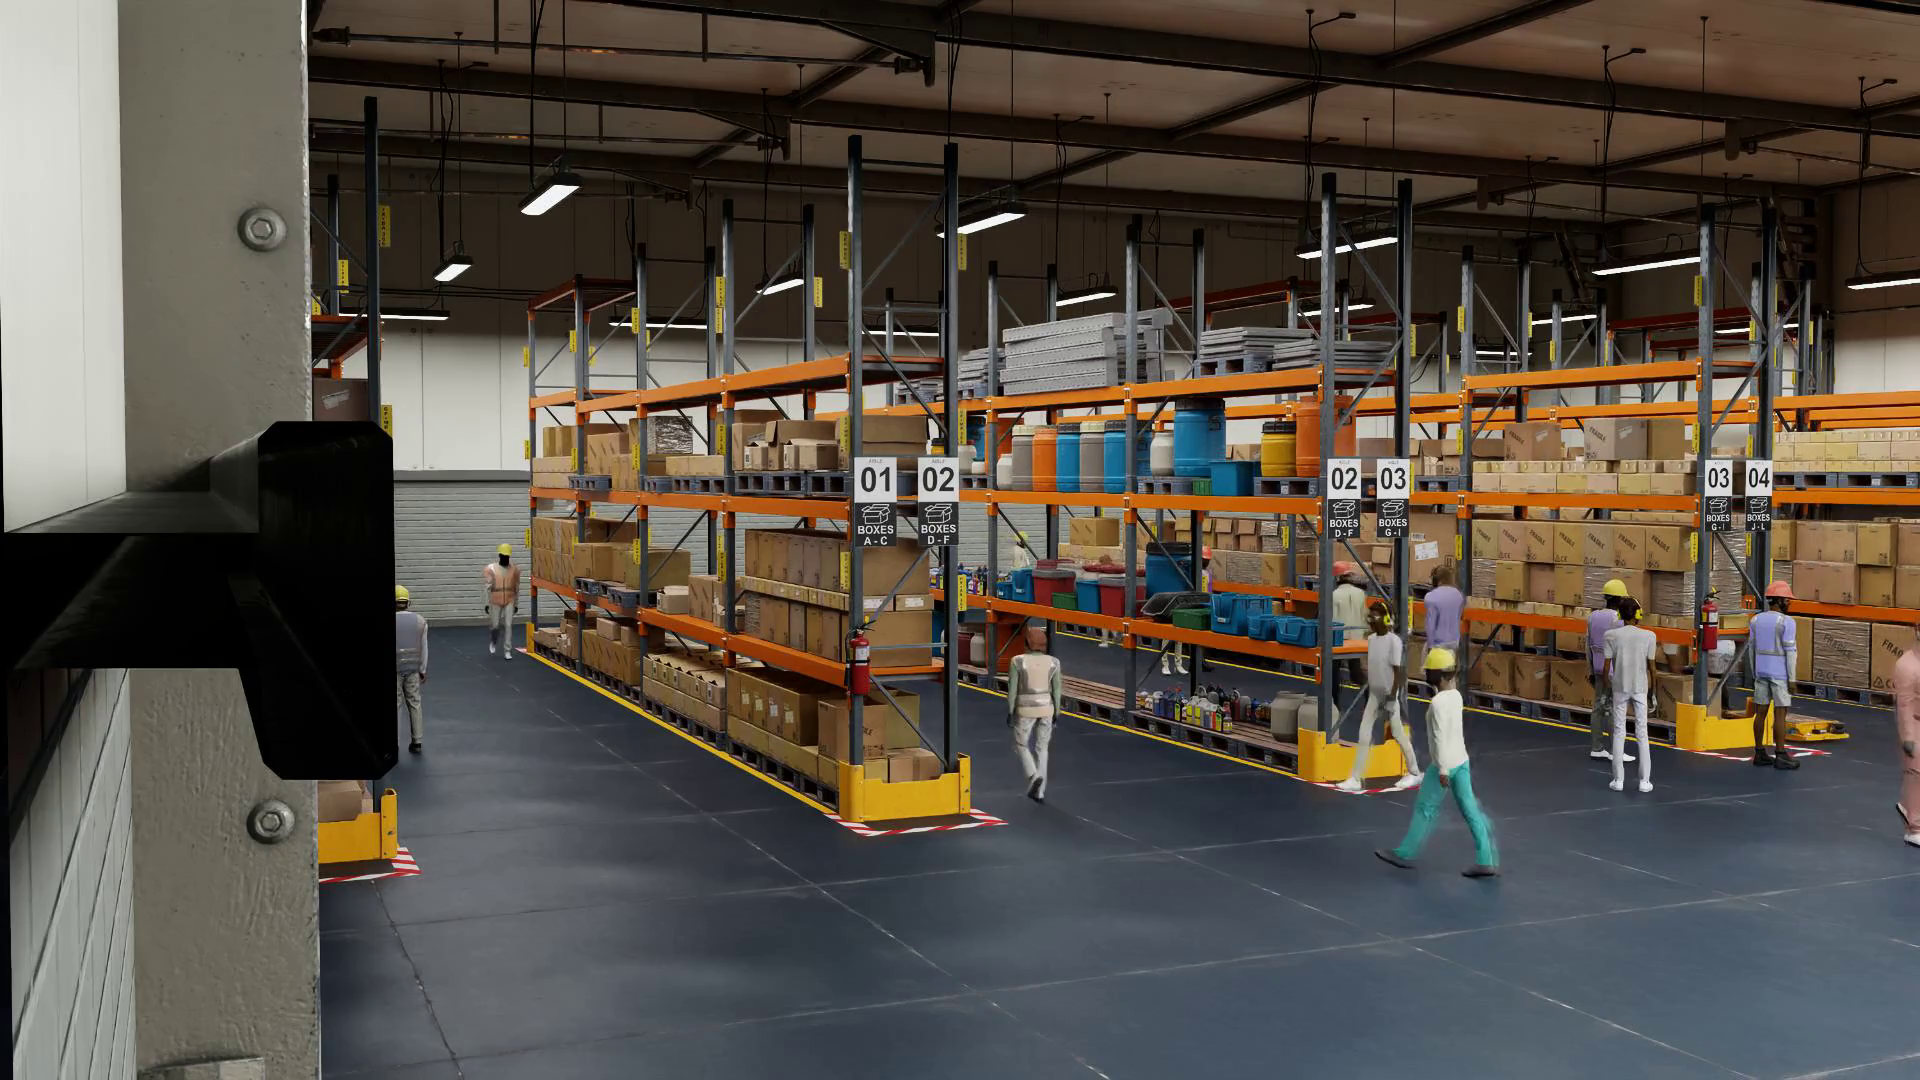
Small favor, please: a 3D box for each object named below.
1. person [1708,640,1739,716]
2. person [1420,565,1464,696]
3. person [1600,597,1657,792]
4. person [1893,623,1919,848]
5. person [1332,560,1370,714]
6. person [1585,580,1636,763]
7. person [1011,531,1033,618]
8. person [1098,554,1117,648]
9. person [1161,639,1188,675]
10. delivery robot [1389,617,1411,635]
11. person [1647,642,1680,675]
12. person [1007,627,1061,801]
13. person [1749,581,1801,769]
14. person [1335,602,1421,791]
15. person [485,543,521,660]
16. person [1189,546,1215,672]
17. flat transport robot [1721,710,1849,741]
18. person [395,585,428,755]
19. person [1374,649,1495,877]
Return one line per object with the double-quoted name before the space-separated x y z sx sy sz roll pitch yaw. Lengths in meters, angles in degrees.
"person" 9.336 1.379 22.256 0.557 1.660 0.792 -1 2 -19
"person" 5.945 1.266 22.123 0.631 1.922 0.431 -1 3 -29
"person" 6.436 1.480 17.244 0.521 1.864 0.334 1 2 20
"person" 7.906 1.566 14.694 0.655 1.896 0.515 -1 2 -19
"person" 4.869 1.233 22.401 0.619 1.967 0.836 -1 2 -24
"person" 6.921 1.381 19.018 0.381 1.923 0.595 -1 2 -25
"person" 1.193 0.725 37.565 0.639 1.818 0.595 0 2 4
"person" 2.545 1.059 31.199 0.527 1.619 0.355 -1 2 -25
"person" 3.252 1.099 27.049 0.520 1.874 0.327 -1 2 -20
"delivery robot" 7.498 1.571 31.011 0.477 0.478 0.707 -1 2 -18
"person" 9.280 1.198 23.911 0.545 1.905 0.896 -1 3 -29
"person" 0.705 1.621 16.609 0.533 1.624 0.432 -1 2 -17
"person" 8.478 1.391 18.636 0.376 1.934 0.547 -1 2 -25
"person" 4.083 1.502 17.261 0.972 1.823 0.540 -1 2 -27
"person" -7.506 0.993 29.369 0.600 1.906 0.618 -1 2 -21
"person" 3.716 1.054 27.426 0.376 1.934 0.547 2 3 43
"flat transport robot" 9.527 2.145 20.874 0.652 0.197 1.431 -1 2 -21
"person" -6.093 1.408 19.504 0.599 1.830 0.403 -2 3 -43
"person" 3.660 1.691 13.649 0.921 1.716 0.545 2 3 37
